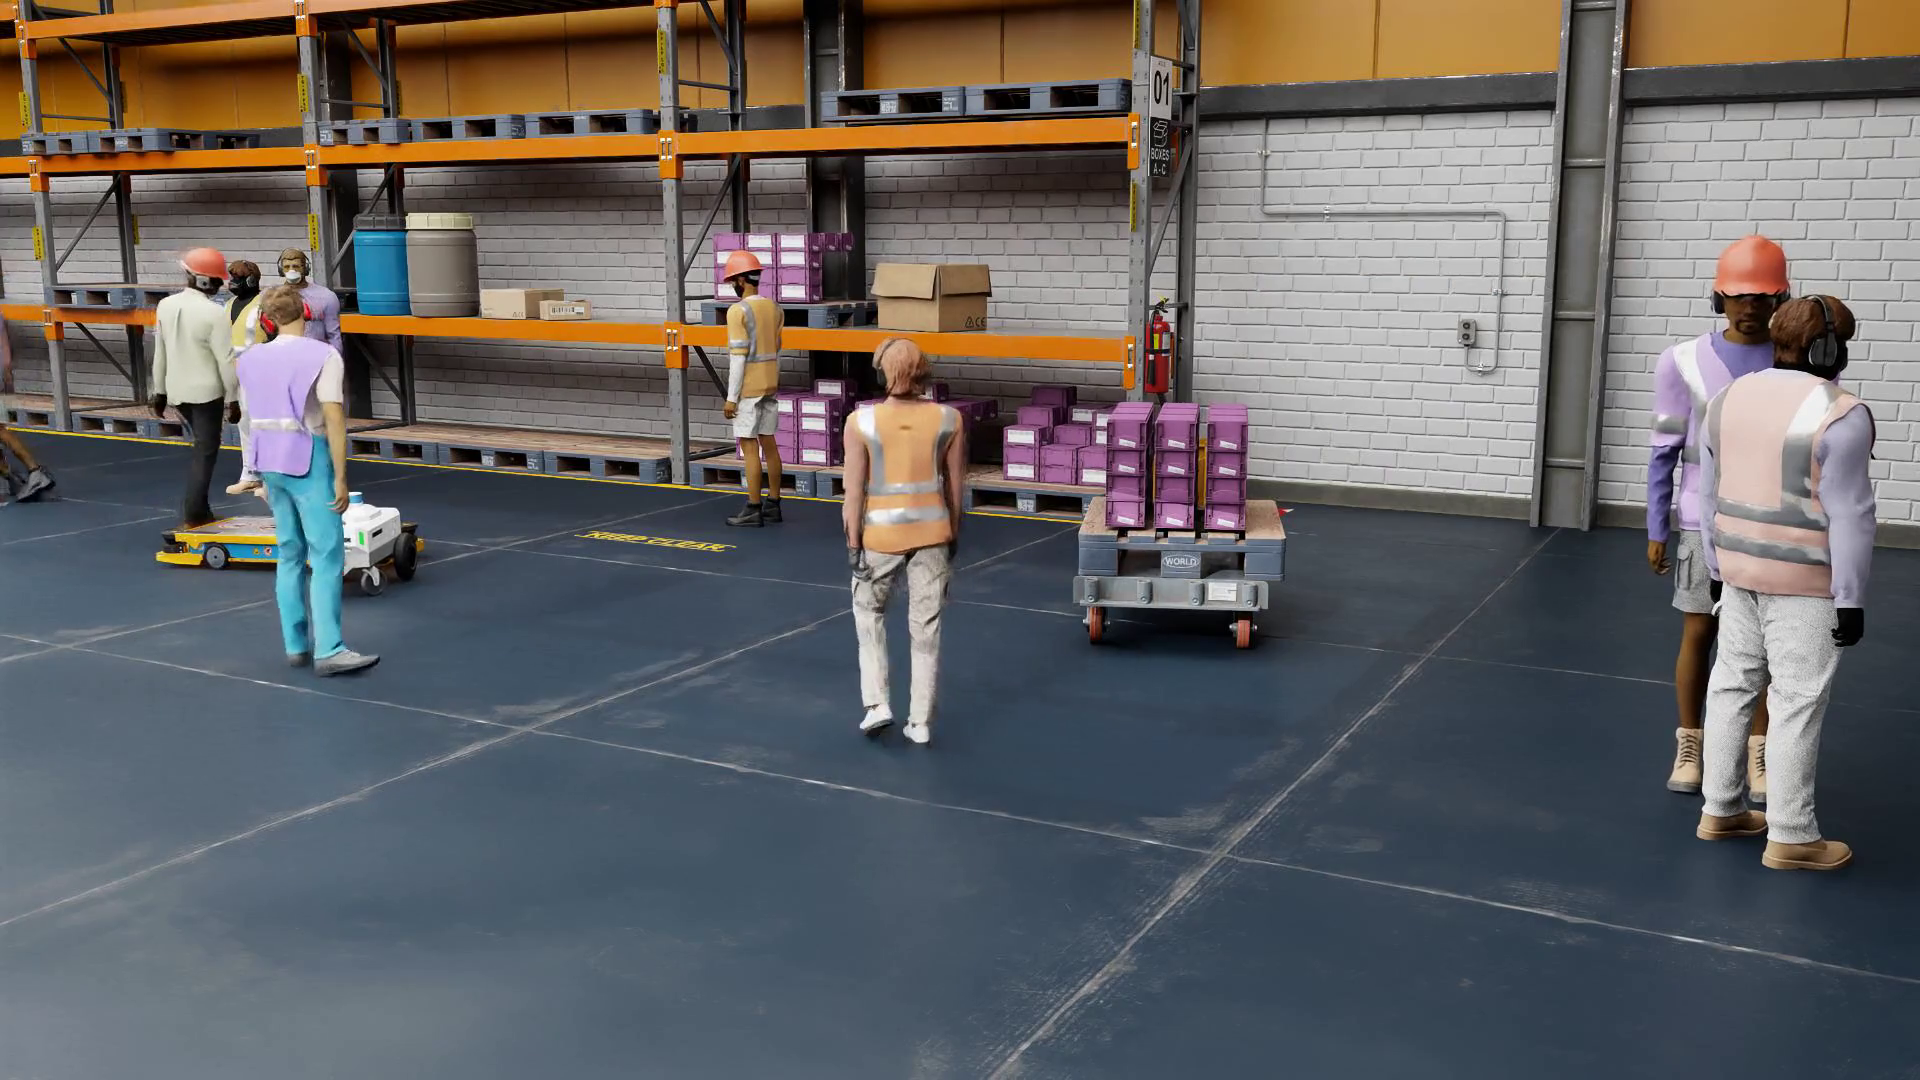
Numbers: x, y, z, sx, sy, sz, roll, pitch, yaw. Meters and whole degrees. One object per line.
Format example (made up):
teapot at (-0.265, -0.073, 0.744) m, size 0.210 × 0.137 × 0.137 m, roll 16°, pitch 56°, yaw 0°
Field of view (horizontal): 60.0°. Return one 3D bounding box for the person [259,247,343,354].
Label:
person at (-5.176, -1.318, 13.074) m, size 0.635 × 1.938 × 0.359 m, roll -4°, pitch 11°, yaw -21°

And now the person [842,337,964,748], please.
person at (-0.222, 0.012, 6.627) m, size 0.512 × 1.627 × 0.419 m, roll -3°, pitch 11°, yaw -14°

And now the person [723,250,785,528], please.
person at (-1.466, -1.049, 11.633) m, size 0.372 × 1.929 × 0.543 m, roll 6°, pitch 12°, yaw 30°

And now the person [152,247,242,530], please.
person at (-5.093, -0.998, 11.286) m, size 0.656 × 1.950 × 0.612 m, roll 4°, pitch 11°, yaw 23°

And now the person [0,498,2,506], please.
person at (-7.611, -1.101, 12.200) m, size 0.936 × 1.827 × 0.530 m, roll -8°, pitch 13°, yaw -37°

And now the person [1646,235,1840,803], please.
person at (2.786, -0.063, 5.973) m, size 0.607 × 2.029 × 0.405 m, roll 3°, pitch 11°, yaw 17°

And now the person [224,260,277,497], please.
person at (-5.543, -1.258, 13.015) m, size 0.633 × 1.842 × 0.429 m, roll 6°, pitch 12°, yaw 29°

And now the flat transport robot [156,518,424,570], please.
flat transport robot at (-4.165, 0.011, 10.368) m, size 1.431 × 0.197 × 0.652 m, roll 2°, pitch 10°, yaw 9°

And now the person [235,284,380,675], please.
person at (-3.051, -0.282, 7.779) m, size 0.729 × 1.802 × 0.426 m, roll 4°, pitch 11°, yaw 22°

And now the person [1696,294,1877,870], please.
person at (2.680, 0.134, 5.384) m, size 0.429 × 1.842 × 0.636 m, roll -3°, pitch 11°, yaw -18°

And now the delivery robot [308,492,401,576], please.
delivery robot at (-3.480, -0.032, 9.569) m, size 0.477 × 0.478 × 0.707 m, roll 0°, pitch 10°, yaw -2°

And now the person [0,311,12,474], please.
person at (-8.480, -1.434, 14.259) m, size 0.817 × 1.732 × 0.535 m, roll 6°, pitch 12°, yaw 31°

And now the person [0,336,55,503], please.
person at (-7.439, -1.209, 12.663) m, size 0.943 × 1.893 × 0.568 m, roll 3°, pitch 11°, yaw 14°

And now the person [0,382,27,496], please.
person at (-7.736, -1.248, 12.937) m, size 1.018 × 1.860 × 0.586 m, roll 1°, pitch 10°, yaw 6°
